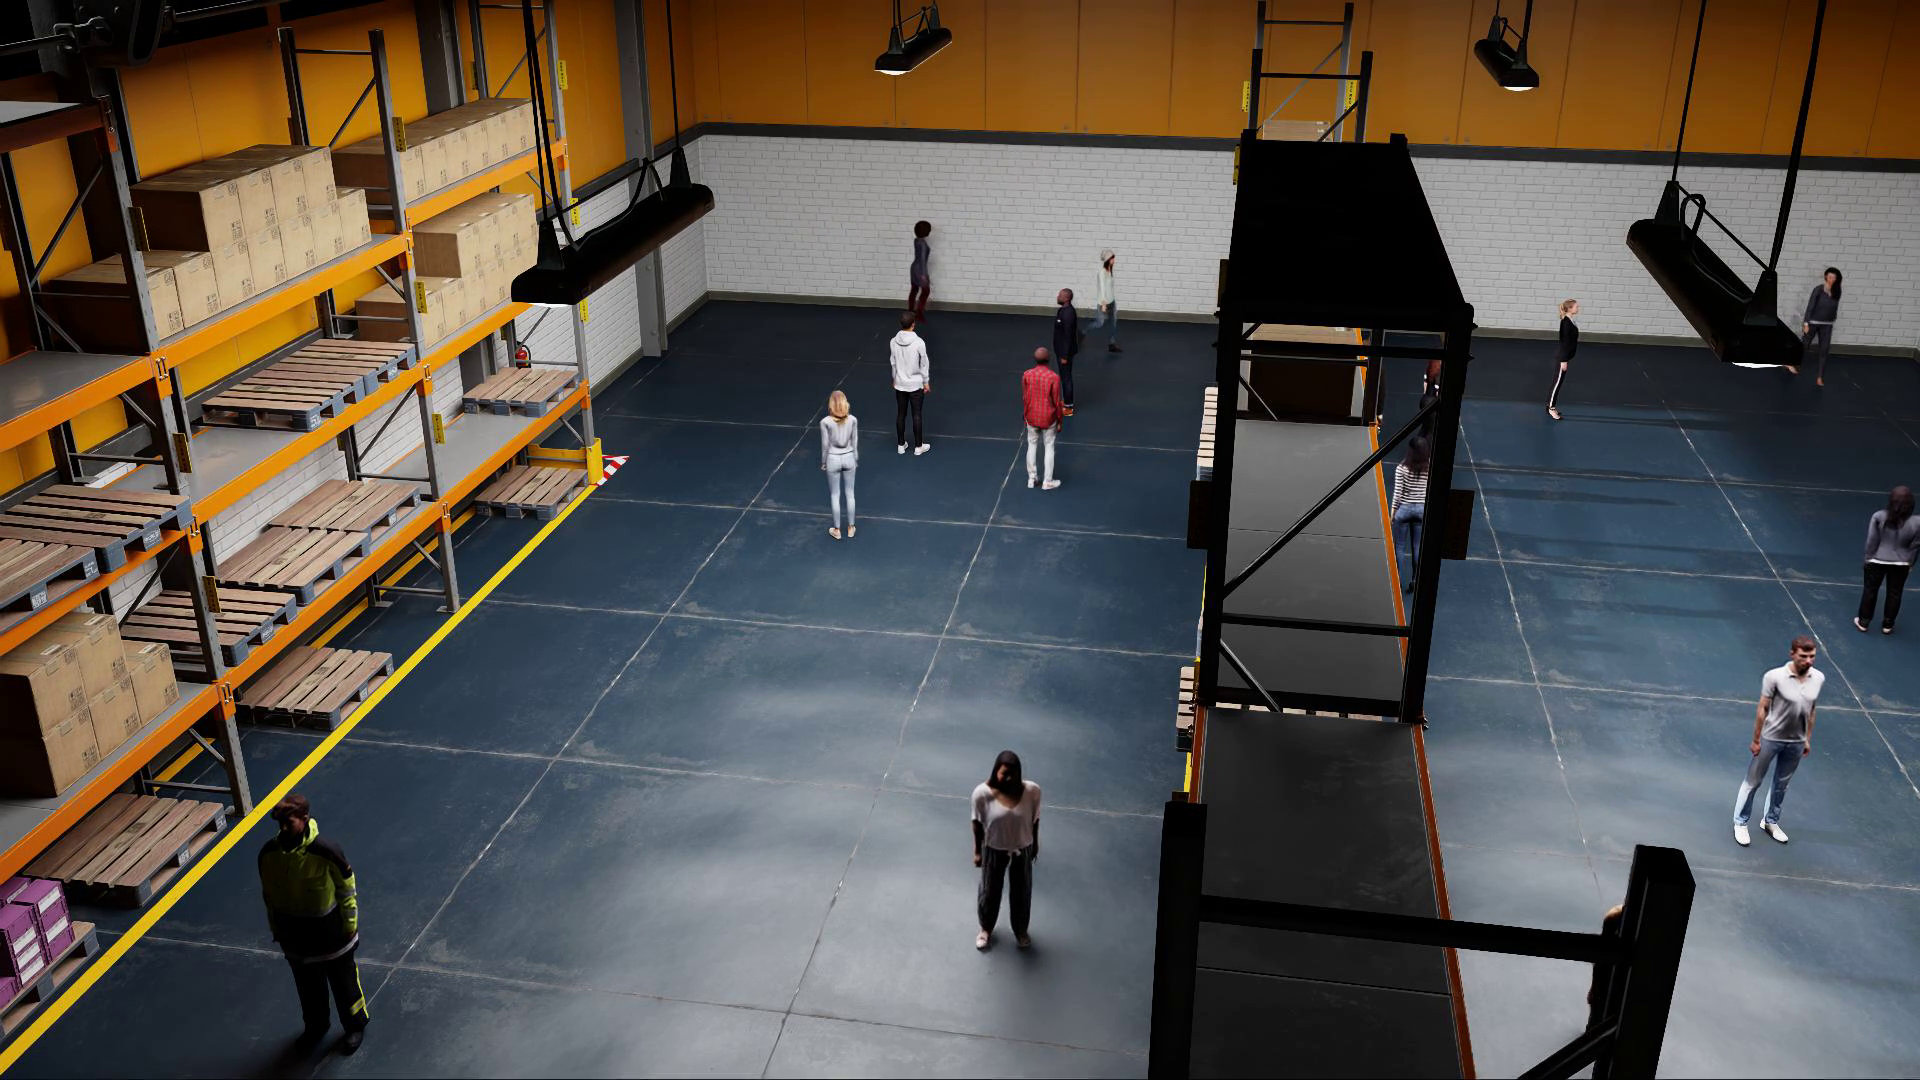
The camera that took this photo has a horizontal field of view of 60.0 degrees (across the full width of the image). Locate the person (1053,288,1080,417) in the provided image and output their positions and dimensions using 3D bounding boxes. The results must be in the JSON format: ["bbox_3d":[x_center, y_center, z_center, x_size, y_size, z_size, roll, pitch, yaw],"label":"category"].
[{"bbox_3d":[1.490,-2.652,23.369,0.787,1.818,0.599,0,24,0],"label":"person"}]

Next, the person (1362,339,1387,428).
[{"bbox_3d":[5.029,-1.594,20.842,0.698,1.904,0.605,3,24,7],"label":"person"}]

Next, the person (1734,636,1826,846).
[{"bbox_3d":[6.702,1.612,13.575,0.690,1.850,0.622,-1,24,-2],"label":"person"}]

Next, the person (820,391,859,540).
[{"bbox_3d":[-1.391,-0.885,19.354,0.662,1.796,0.655,-7,25,-15],"label":"person"}]

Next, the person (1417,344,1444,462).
[{"bbox_3d":[6.125,-1.755,21.541,0.734,1.638,0.617,-3,24,-7],"label":"person"}]

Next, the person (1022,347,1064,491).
[{"bbox_3d":[1.020,-1.533,20.808,0.721,1.818,0.650,10,26,22],"label":"person"}]

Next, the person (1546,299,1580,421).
[{"bbox_3d":[8.410,-2.535,23.240,0.688,1.707,0.505,7,24,15],"label":"person"}]

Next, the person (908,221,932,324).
[{"bbox_3d":[-0.672,-4.438,27.606,0.795,1.696,0.718,-10,26,-22],"label":"person"}]

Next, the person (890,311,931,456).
[{"bbox_3d":[-0.667,-2.071,21.898,0.709,1.930,0.648,8,25,17],"label":"person"}]

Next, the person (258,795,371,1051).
[{"bbox_3d":[-4.351,2.567,11.226,0.801,1.981,0.681,1,24,2],"label":"person"}]

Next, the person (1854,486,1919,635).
[{"bbox_3d":[9.561,0.199,17.116,0.723,1.601,0.715,9,25,20],"label":"person"}]

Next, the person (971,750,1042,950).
[{"bbox_3d":[0.334,2.269,12.290,0.748,1.675,0.732,-1,24,-2],"label":"person"}]

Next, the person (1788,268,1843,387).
[{"bbox_3d":[12.745,-3.226,24.790,0.790,1.732,1.168,-1,24,-3],"label":"person"}]

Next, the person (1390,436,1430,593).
[{"bbox_3d":[4.852,-0.262,17.931,0.633,1.794,0.567,0,24,0],"label":"person"}]

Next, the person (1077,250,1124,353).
[{"bbox_3d":[2.212,-3.739,26.094,0.866,1.626,1.011,13,27,27],"label":"person"}]
